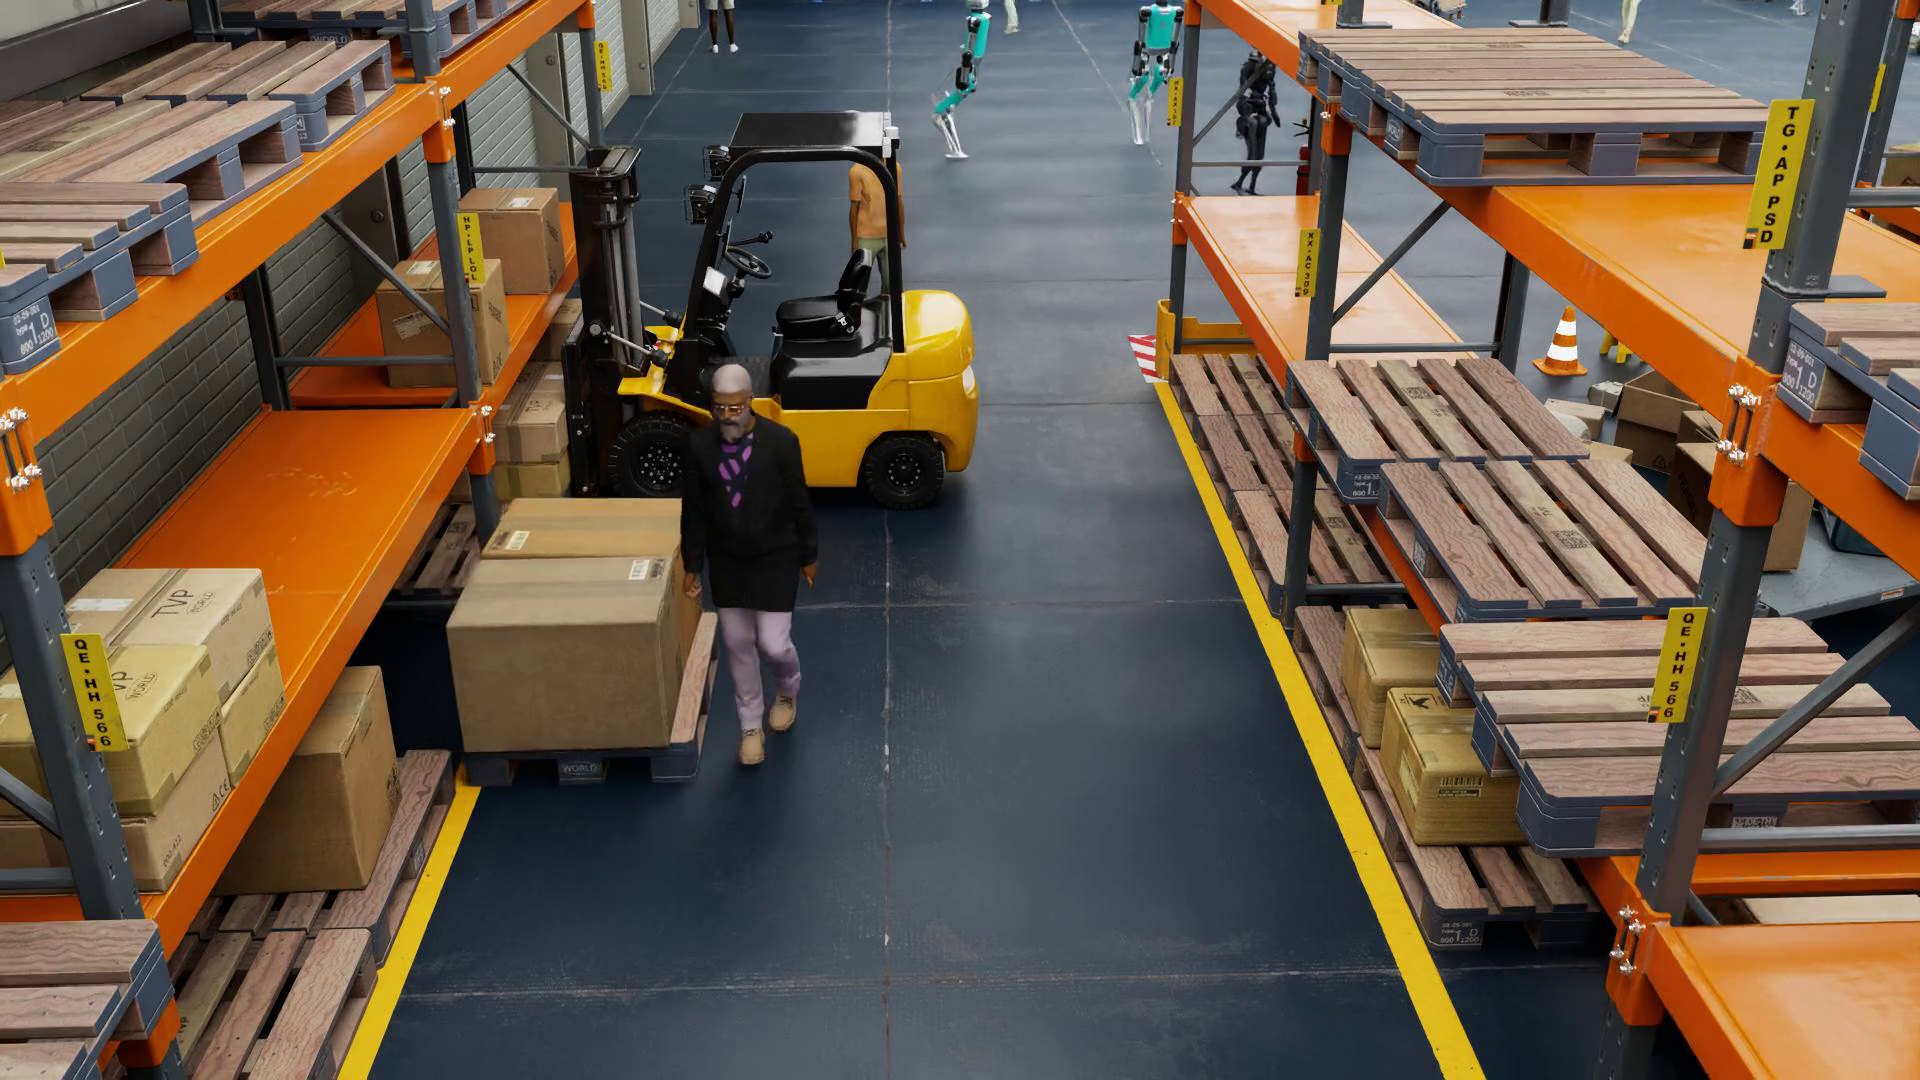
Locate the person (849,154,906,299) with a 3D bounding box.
[{"bbox_3d":[-0.603,-2.250,12.384,0.438,1.710,0.390,-12,28,-24],"label":"person"}]

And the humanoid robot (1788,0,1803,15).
[{"bbox_3d":[14.621,-9.975,28.809,0.532,1.887,0.787,-9,27,-19],"label":"humanoid robot"}]

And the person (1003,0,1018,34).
[{"bbox_3d":[0.733,-9.047,26.756,0.581,1.717,0.580,-20,32,-36],"label":"person"}]

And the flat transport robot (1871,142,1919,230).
[{"bbox_3d":[7.925,-1.955,13.443,1.431,0.231,0.659,-1,25,-2],"label":"flat transport robot"}]

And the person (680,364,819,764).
[{"bbox_3d":[-0.915,0.092,7.282,0.576,1.843,0.610,6,26,13],"label":"person"}]

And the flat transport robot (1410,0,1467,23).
[{"bbox_3d":[7.446,-8.391,27.073,0.659,0.231,1.431,16,30,31],"label":"flat transport robot"}]

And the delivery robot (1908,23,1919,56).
[{"bbox_3d":[14.516,-7.635,25.119,0.753,0.579,0.499,-14,29,-28],"label":"delivery robot"}]

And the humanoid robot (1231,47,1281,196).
[{"bbox_3d":[2.988,-4.292,16.740,0.611,1.653,0.312,-22,33,-38],"label":"humanoid robot"}]

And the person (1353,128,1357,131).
[{"bbox_3d":[4.747,-5.780,19.631,0.642,1.915,0.436,-19,31,-34],"label":"person"}]

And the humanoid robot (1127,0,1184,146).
[{"bbox_3d":[2.149,-5.379,19.071,0.553,1.857,0.789,-8,26,-17],"label":"humanoid robot"}]

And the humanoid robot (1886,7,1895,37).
[{"bbox_3d":[15.025,-8.787,26.314,0.663,1.628,0.612,15,29,28],"label":"humanoid robot"}]

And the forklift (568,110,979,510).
[{"bbox_3d":[-1.043,-1.379,9.976,2.313,2.155,1.214,-1,25,-2],"label":"forklift"}]

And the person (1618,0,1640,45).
[{"bbox_3d":[10.395,-8.650,25.770,0.566,1.847,0.938,18,31,33],"label":"person"}]

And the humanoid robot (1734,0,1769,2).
[{"bbox_3d":[14.497,-10.589,30.115,0.610,1.634,0.702,-21,33,-38],"label":"humanoid robot"}]

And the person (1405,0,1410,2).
[{"bbox_3d":[6.671,-8.308,25.102,0.594,1.852,0.564,5,26,10],"label":"person"}]

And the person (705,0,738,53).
[{"bbox_3d":[-3.629,-8.311,24.995,0.556,1.897,0.355,-4,26,-9],"label":"person"}]

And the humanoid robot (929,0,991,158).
[{"bbox_3d":[-0.039,-5.076,18.350,0.746,1.776,0.530,6,26,13],"label":"humanoid robot"}]

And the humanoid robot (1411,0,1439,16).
[{"bbox_3d":[5.665,-6.141,20.692,0.583,1.636,0.701,-16,30,-30],"label":"humanoid robot"}]
